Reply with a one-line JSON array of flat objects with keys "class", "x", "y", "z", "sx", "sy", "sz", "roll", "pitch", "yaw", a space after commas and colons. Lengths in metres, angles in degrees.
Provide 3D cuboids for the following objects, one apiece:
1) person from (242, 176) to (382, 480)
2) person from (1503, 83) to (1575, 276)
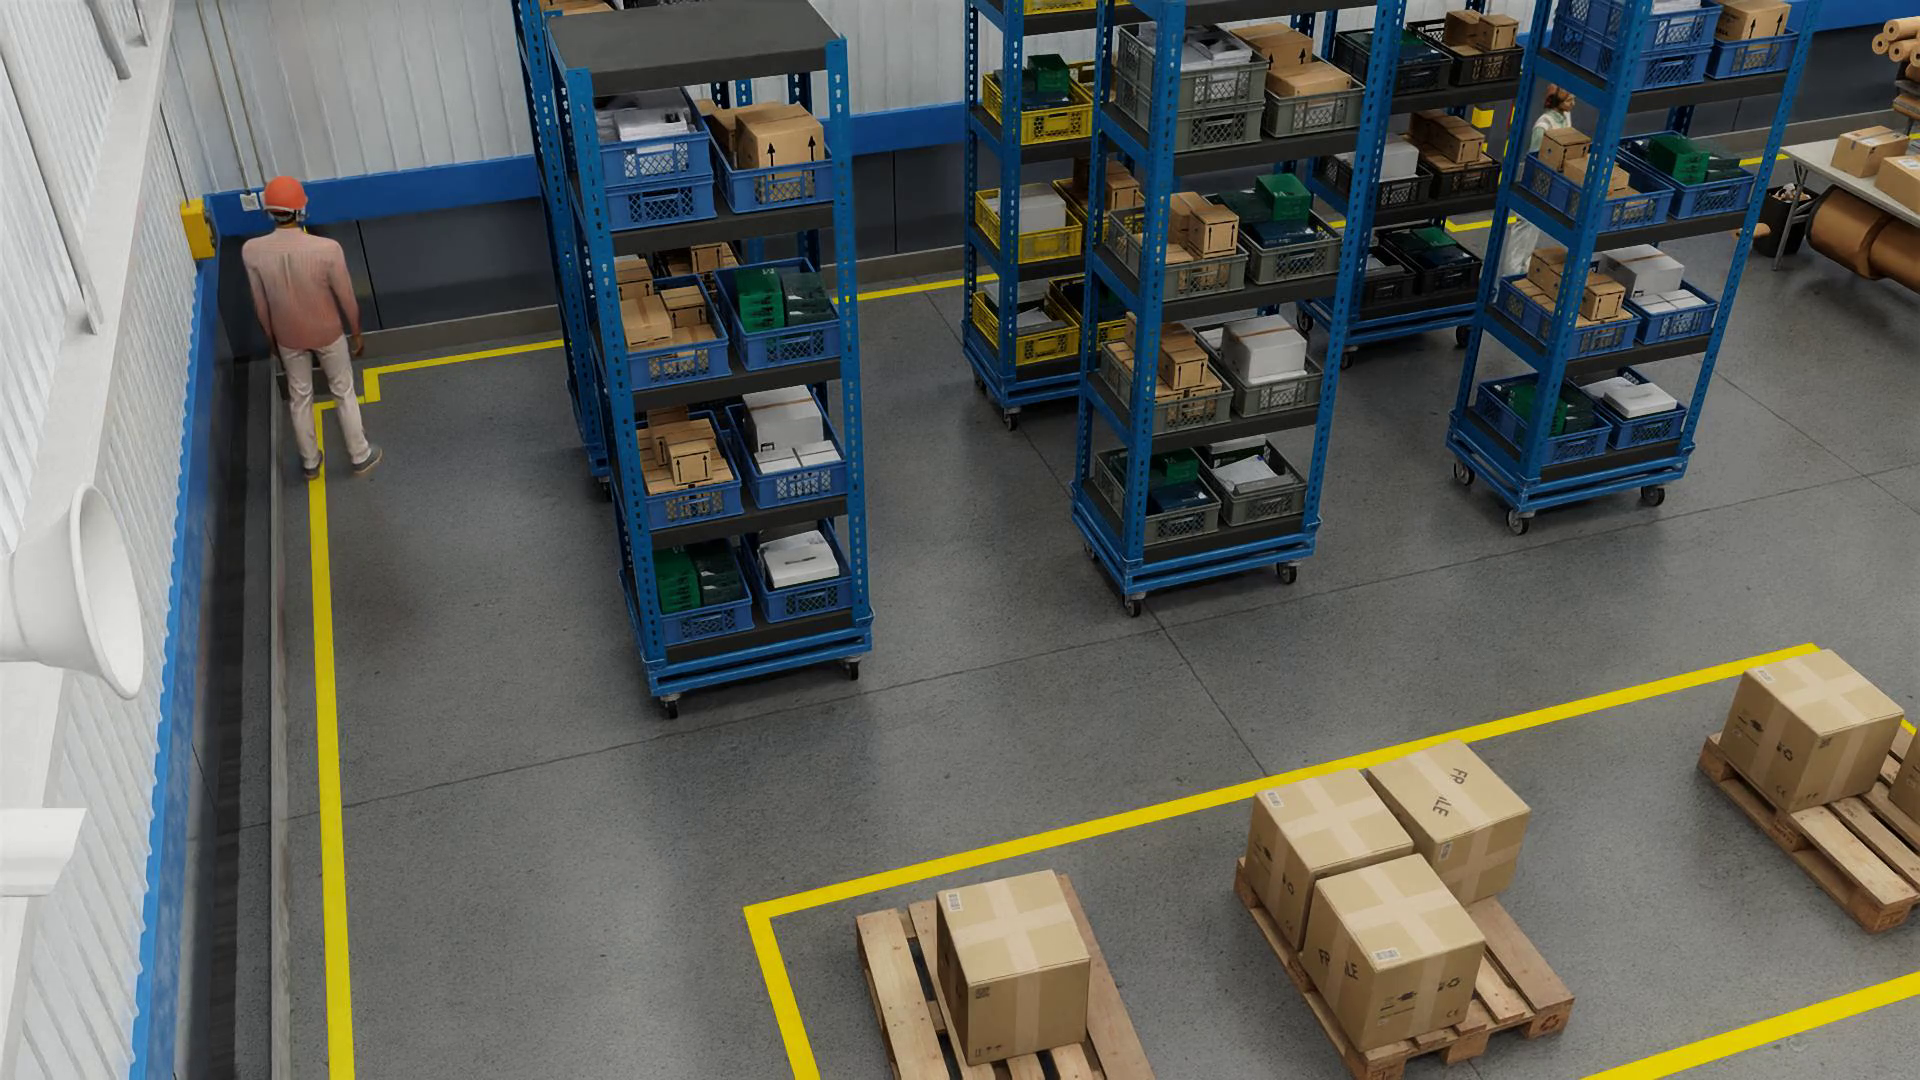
[{"class": "person", "x": -4.062, "y": -1.322, "z": 10.443, "sx": 0.627, "sy": 1.980, "sz": 0.448, "roll": -4, "pitch": 35, "yaw": -6}, {"class": "person", "x": 4.442, "y": -2.719, "z": 12.707, "sx": 0.307, "sy": 1.639, "sz": 0.525, "roll": 24, "pitch": 42, "yaw": 30}]
